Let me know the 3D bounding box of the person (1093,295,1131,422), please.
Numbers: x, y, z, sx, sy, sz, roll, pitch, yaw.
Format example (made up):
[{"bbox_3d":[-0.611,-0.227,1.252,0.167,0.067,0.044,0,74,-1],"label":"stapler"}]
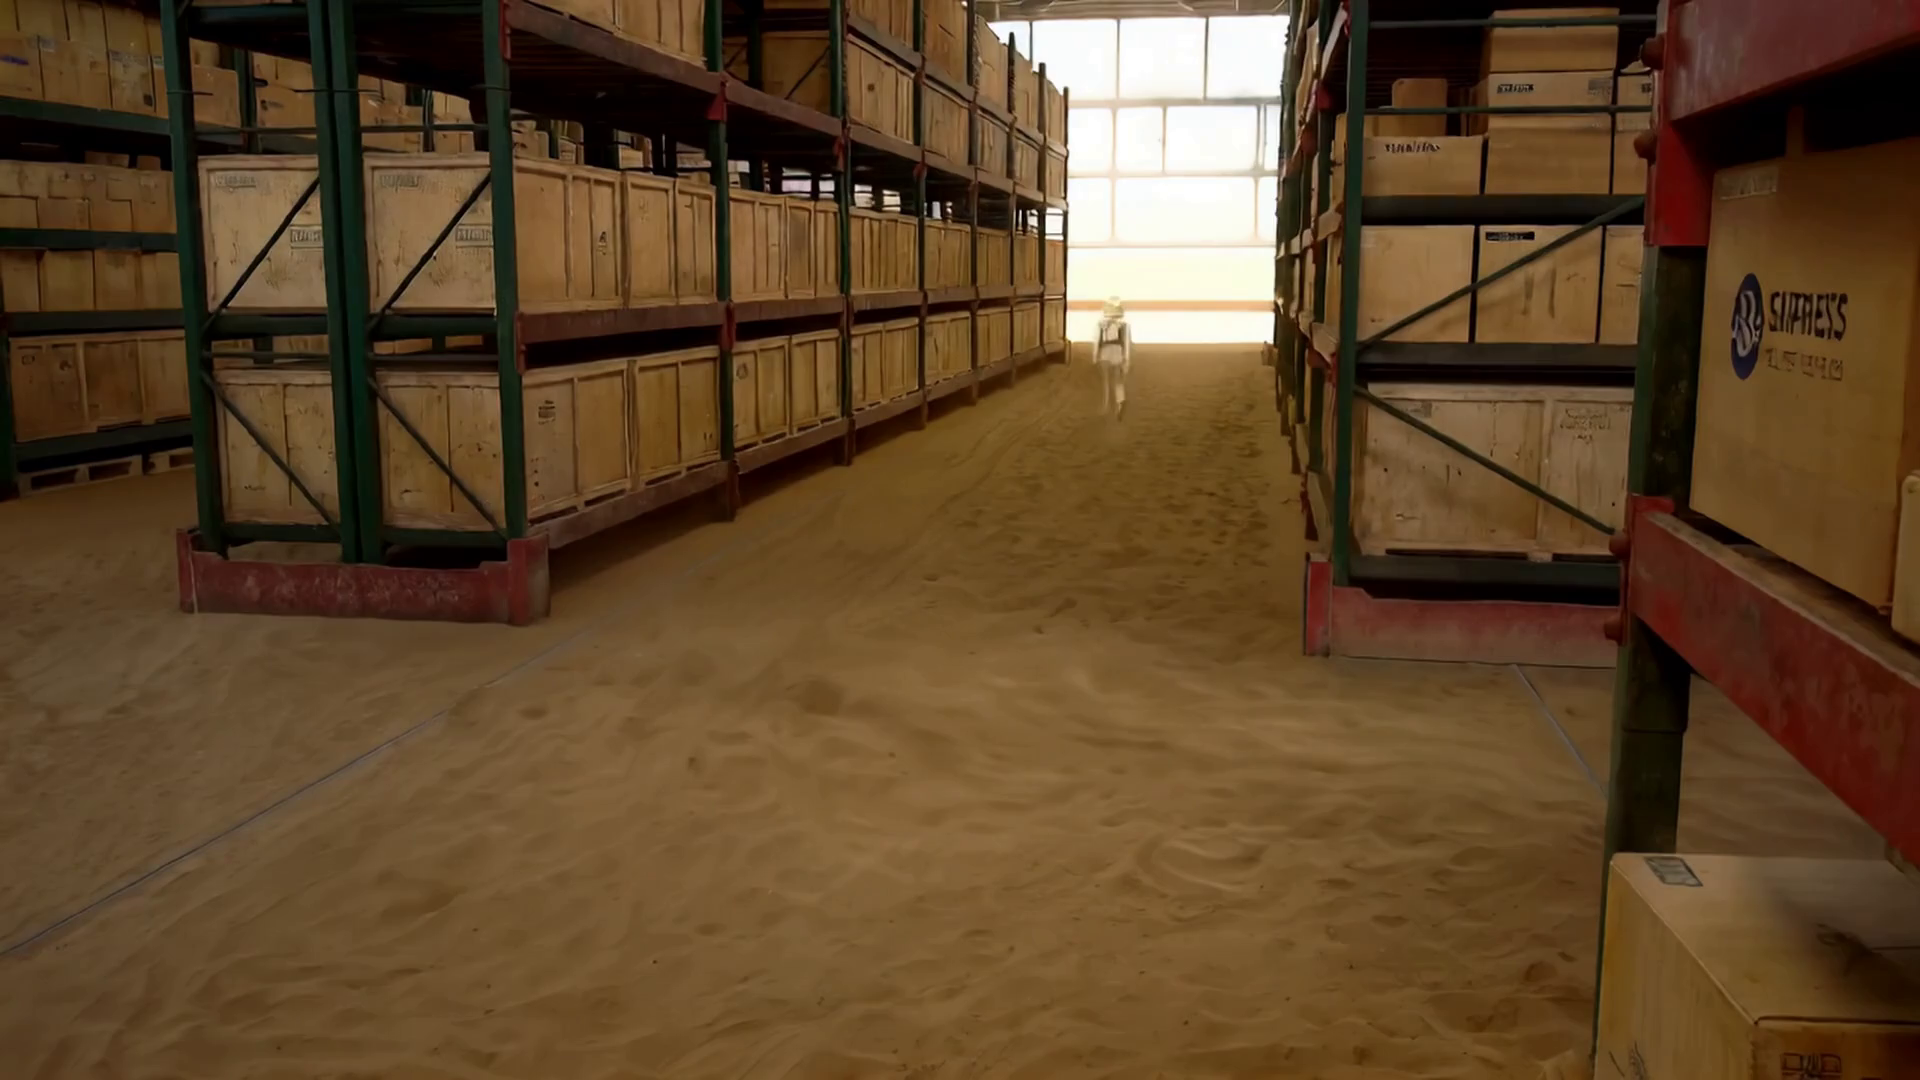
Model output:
[{"bbox_3d":[2.037,-2.419,22.274,0.506,1.723,0.512,1,9,5],"label":"person"}]
